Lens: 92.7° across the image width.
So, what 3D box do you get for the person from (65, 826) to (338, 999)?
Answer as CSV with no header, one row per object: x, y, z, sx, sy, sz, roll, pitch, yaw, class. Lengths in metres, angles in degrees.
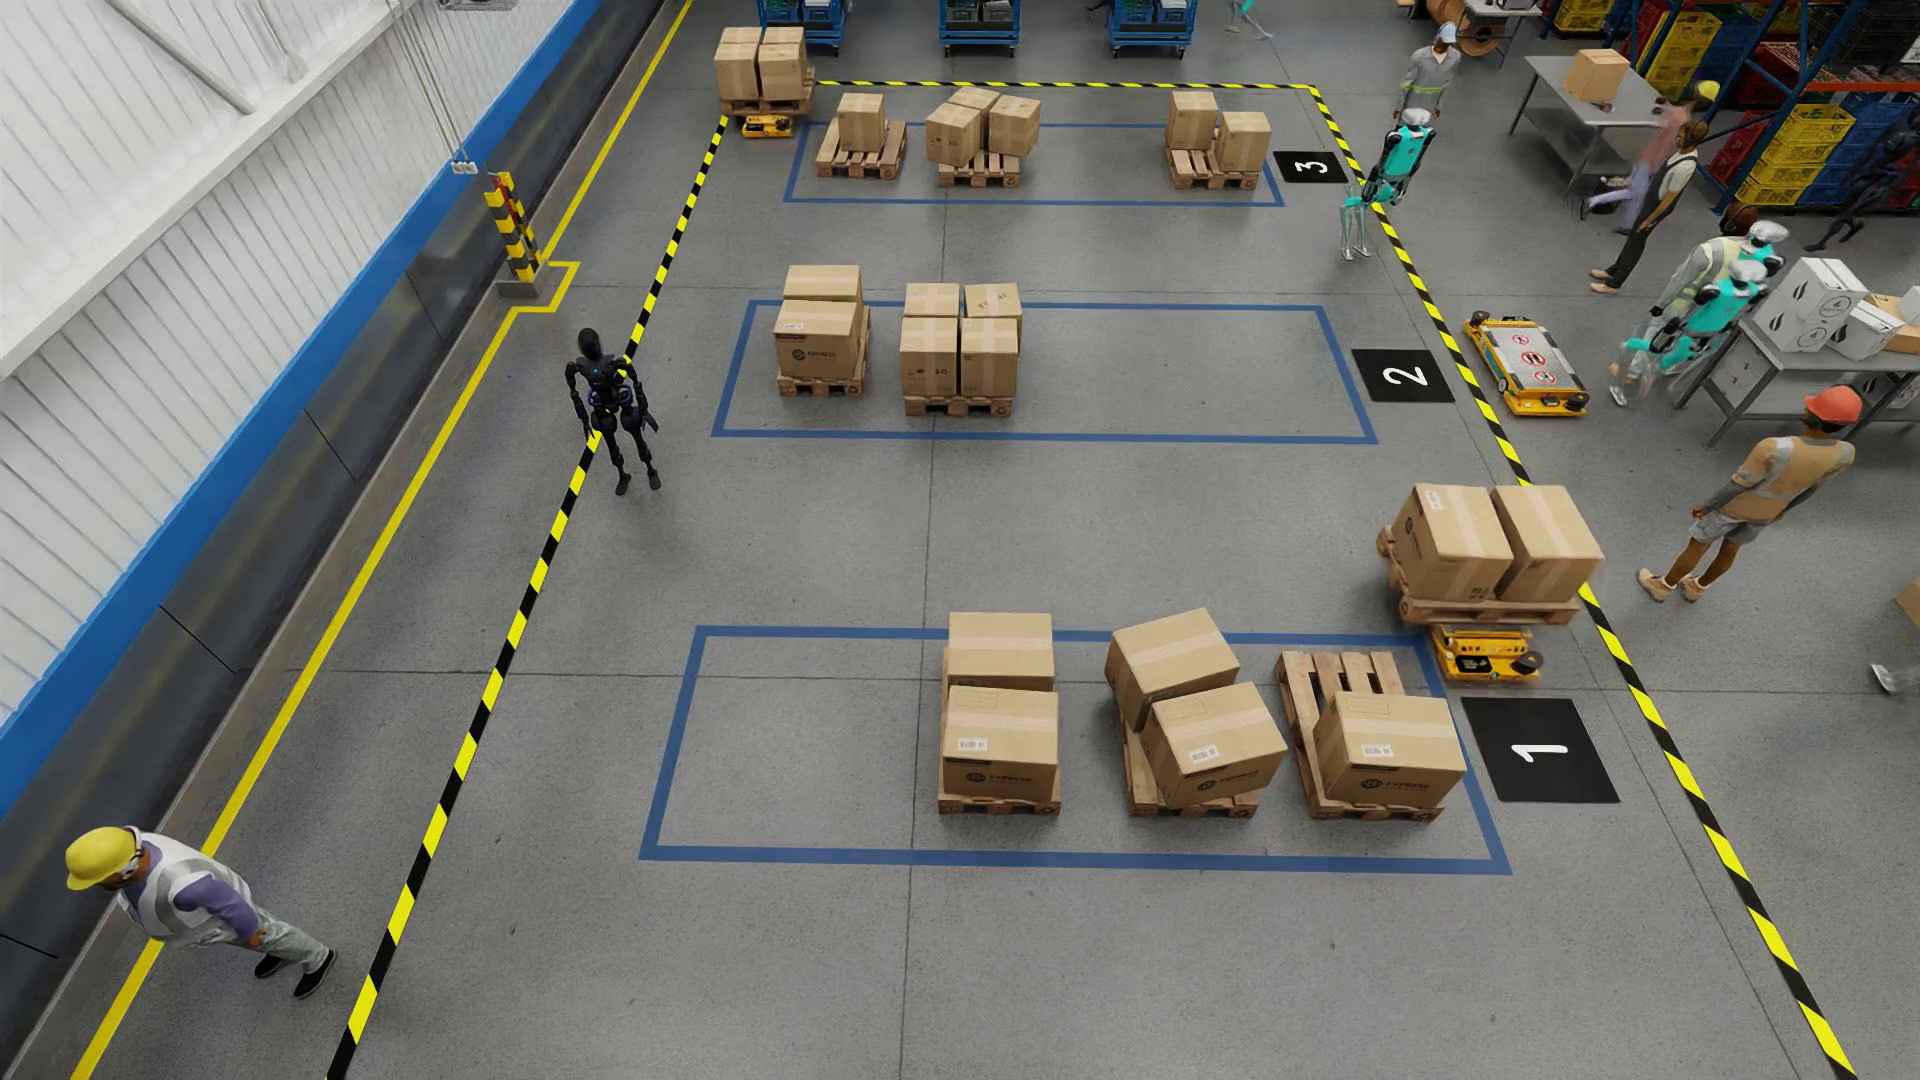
-3.937,1.955,4.806,0.602,1.830,0.404,18,52,15,person

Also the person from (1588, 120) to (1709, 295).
7.101,-3.387,9.427,0.352,1.838,0.505,24,53,19,person

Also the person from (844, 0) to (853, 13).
-2.121,-9.273,14.598,0.641,1.712,0.485,12,50,11,person

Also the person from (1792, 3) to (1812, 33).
13.208,-8.789,14.084,0.533,1.865,0.313,-8,50,-7,person

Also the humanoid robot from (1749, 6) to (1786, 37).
12.340,-8.273,13.753,0.599,1.657,0.315,10,50,9,humanoid robot

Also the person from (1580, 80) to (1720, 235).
7.700,-4.275,10.270,0.689,1.717,0.565,30,55,23,person

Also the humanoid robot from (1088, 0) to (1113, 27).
2.328,-8.944,14.345,0.545,1.636,0.588,10,50,9,humanoid robot

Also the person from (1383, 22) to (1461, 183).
5.519,-5.211,10.996,0.597,1.850,0.387,-2,49,-2,person

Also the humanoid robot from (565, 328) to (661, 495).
-2.808,-1.032,7.486,0.599,1.655,0.315,-8,50,-7,humanoid robot

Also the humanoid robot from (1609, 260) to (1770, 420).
6.316,-1.813,8.179,0.531,1.829,0.851,-1,49,-1,humanoid robot

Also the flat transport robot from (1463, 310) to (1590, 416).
5.573,-1.757,9.054,0.659,0.231,1.431,1,49,1,flat transport robot

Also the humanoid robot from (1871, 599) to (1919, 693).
6.824,0.573,6.138,0.544,1.893,0.731,9,50,8,humanoid robot

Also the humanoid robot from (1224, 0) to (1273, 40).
4.447,-8.529,13.957,0.998,1.747,0.538,15,51,13,humanoid robot

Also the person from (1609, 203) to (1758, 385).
6.682,-2.213,8.417,0.629,1.835,0.429,-9,50,-7,person

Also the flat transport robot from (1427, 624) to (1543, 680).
3.922,0.432,7.141,0.652,0.197,1.431,1,49,1,flat transport robot

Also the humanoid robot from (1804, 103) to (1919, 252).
10.102,-3.950,10.039,0.678,1.632,0.610,-6,49,-5,humanoid robot

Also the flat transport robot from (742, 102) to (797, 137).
-2.618,-6.023,12.728,0.652,0.197,1.431,-1,49,-1,flat transport robot

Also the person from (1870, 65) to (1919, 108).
12.062,-5.998,11.562,0.419,2.034,0.615,-37,58,-27,person

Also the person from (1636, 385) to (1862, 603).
5.666,-0.273,6.598,0.613,2.040,0.376,2,49,2,person

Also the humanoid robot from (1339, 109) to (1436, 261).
4.456,-3.853,9.807,0.533,1.680,0.735,-12,50,-10,humanoid robot

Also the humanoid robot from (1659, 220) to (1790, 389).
7.036,-2.122,8.427,0.733,1.816,0.530,-18,51,-15,humanoid robot
